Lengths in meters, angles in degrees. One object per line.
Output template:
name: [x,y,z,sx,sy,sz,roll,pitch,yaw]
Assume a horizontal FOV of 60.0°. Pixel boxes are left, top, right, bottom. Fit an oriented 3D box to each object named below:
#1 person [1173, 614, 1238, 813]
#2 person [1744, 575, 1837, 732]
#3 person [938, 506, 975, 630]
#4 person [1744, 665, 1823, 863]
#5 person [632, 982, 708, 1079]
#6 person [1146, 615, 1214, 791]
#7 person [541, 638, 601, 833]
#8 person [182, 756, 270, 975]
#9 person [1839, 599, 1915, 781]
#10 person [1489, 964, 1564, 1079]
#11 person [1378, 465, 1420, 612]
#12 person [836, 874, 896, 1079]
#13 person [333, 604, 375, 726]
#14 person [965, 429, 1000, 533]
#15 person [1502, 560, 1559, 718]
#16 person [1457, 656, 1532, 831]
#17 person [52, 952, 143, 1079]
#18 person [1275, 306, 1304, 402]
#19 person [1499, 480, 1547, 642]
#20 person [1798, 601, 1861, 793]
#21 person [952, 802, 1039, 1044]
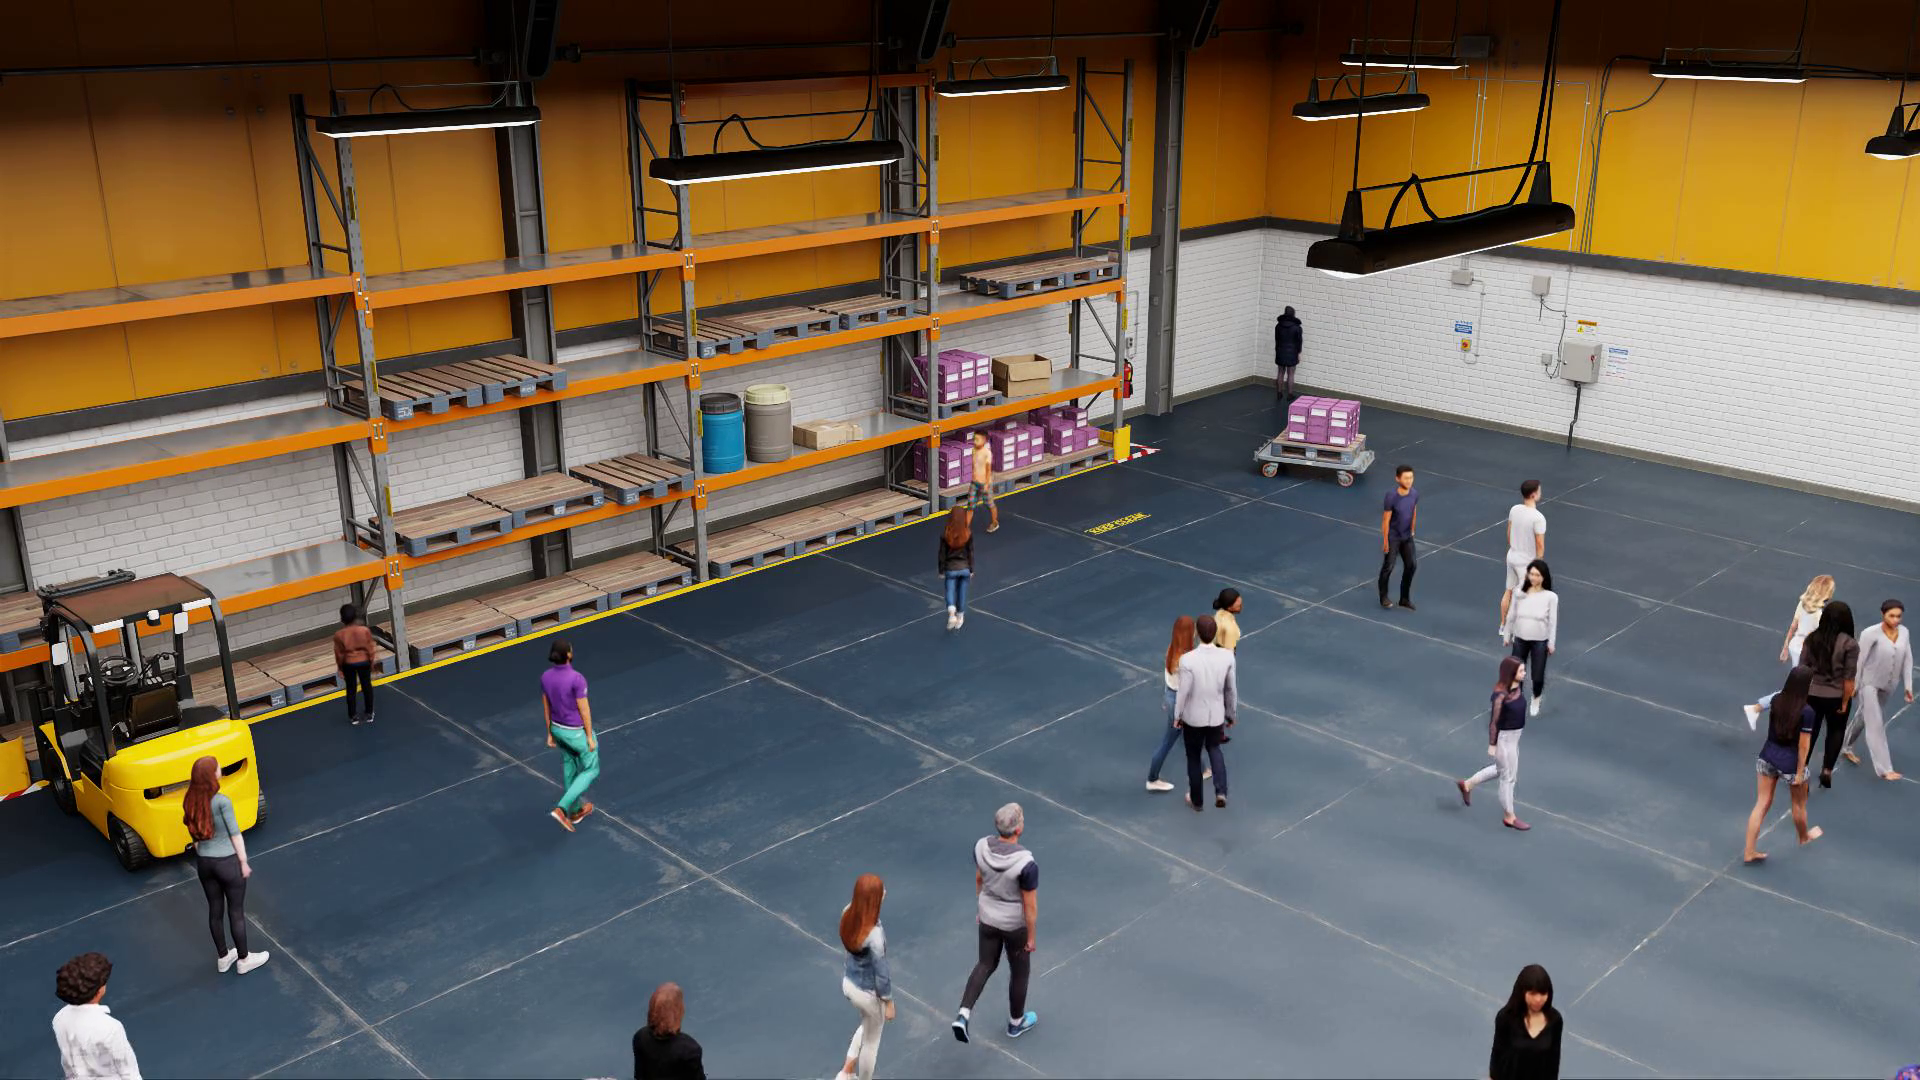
person: [2.174,1.584,14.616,0.890,1.832,0.952,-4,19,-12]
person: [8.075,1.157,16.105,1.109,1.693,1.038,0,19,-1]
person: [-0.026,0.344,18.869,0.794,1.470,0.840,-2,19,-5]
person: [6.782,1.903,13.839,1.138,1.725,0.810,-10,21,-26]
person: [-1.692,3.365,9.542,0.674,1.696,0.682,9,21,26]
person: [1.891,1.506,15.058,1.081,1.699,0.975,-2,19,-6]
person: [-3.405,1.712,14.354,0.800,1.757,0.975,9,21,25]
person: [-5.479,2.405,12.322,0.666,1.743,0.684,6,19,16]
person: [8.529,1.332,15.588,1.107,1.691,1.054,-4,19,-11]
person: [3.363,3.238,10.025,0.923,1.628,1.004,1,19,3]
person: [5.104,-0.056,19.578,0.837,1.775,0.882,-7,20,-20]
person: [-0.687,2.949,10.789,0.721,1.689,0.708,-10,21,-28]
person: [-6.019,1.229,16.576,0.523,1.255,0.643,-8,20,-23]
person: [0.341,-0.764,22.228,0.626,1.424,1.010,13,23,34]
person: [5.723,0.991,16.598,0.704,1.694,0.687,14,23,36]
person: [4.709,1.745,14.512,0.762,1.594,0.898,13,23,34]
person: [-5.036,3.269,9.667,0.709,1.799,0.706,8,20,24]
person: [5.785,-3.303,29.379,0.723,1.673,0.708,12,22,31]
person: [6.309,0.219,18.638,0.699,1.853,0.757,-8,20,-22]
person: [7.731,1.482,14.950,0.720,1.814,0.665,-18,25,-42]
person: [0.243,2.673,11.416,0.788,1.812,1.034,13,23,34]
